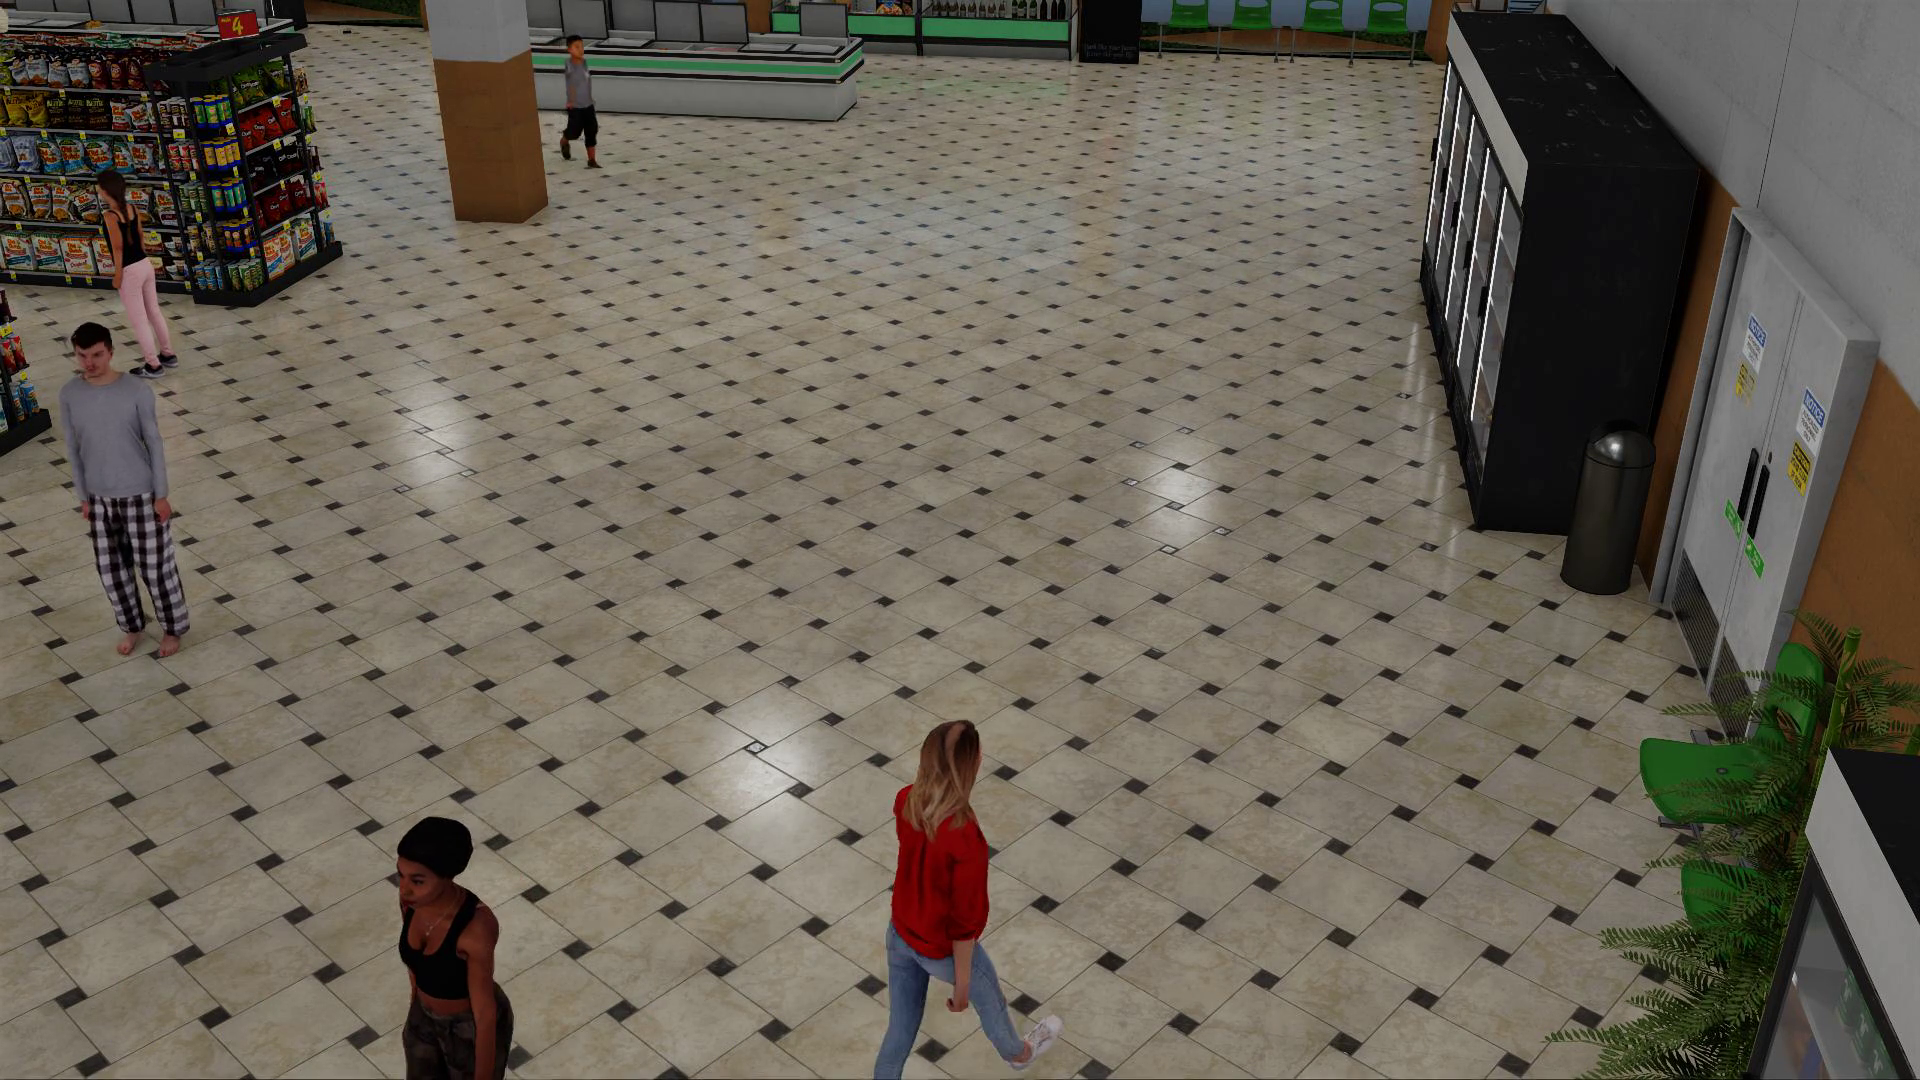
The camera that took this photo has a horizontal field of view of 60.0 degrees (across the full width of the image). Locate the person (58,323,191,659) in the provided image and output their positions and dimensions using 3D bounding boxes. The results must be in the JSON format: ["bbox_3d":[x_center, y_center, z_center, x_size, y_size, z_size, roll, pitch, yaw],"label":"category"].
[{"bbox_3d":[-4.367,-0.272,8.732,0.600,1.845,0.763,-1,27,-3],"label":"person"}]

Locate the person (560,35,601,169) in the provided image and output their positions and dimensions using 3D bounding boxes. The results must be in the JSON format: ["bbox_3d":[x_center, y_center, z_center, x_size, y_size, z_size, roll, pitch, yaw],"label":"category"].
[{"bbox_3d":[-4.195,-4.822,18.151,0.992,1.443,0.866,23,35,37],"label":"person"}]

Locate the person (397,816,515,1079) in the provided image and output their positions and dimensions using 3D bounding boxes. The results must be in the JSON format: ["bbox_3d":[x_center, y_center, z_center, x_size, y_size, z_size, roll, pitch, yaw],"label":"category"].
[{"bbox_3d":[-1.542,1.559,5.291,0.680,1.693,0.777,19,33,33],"label":"person"}]

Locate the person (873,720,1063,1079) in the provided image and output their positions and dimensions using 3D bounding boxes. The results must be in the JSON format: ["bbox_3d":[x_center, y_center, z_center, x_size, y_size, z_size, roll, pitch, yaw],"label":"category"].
[{"bbox_3d":[-0.151,1.414,5.615,1.090,1.658,1.123,-23,35,-38],"label":"person"}]

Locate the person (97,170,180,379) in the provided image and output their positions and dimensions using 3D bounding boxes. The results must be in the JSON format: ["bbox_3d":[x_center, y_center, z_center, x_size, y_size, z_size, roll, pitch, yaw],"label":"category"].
[{"bbox_3d":[-6.181,-1.996,12.444,0.488,1.564,0.528,5,27,9],"label":"person"}]
